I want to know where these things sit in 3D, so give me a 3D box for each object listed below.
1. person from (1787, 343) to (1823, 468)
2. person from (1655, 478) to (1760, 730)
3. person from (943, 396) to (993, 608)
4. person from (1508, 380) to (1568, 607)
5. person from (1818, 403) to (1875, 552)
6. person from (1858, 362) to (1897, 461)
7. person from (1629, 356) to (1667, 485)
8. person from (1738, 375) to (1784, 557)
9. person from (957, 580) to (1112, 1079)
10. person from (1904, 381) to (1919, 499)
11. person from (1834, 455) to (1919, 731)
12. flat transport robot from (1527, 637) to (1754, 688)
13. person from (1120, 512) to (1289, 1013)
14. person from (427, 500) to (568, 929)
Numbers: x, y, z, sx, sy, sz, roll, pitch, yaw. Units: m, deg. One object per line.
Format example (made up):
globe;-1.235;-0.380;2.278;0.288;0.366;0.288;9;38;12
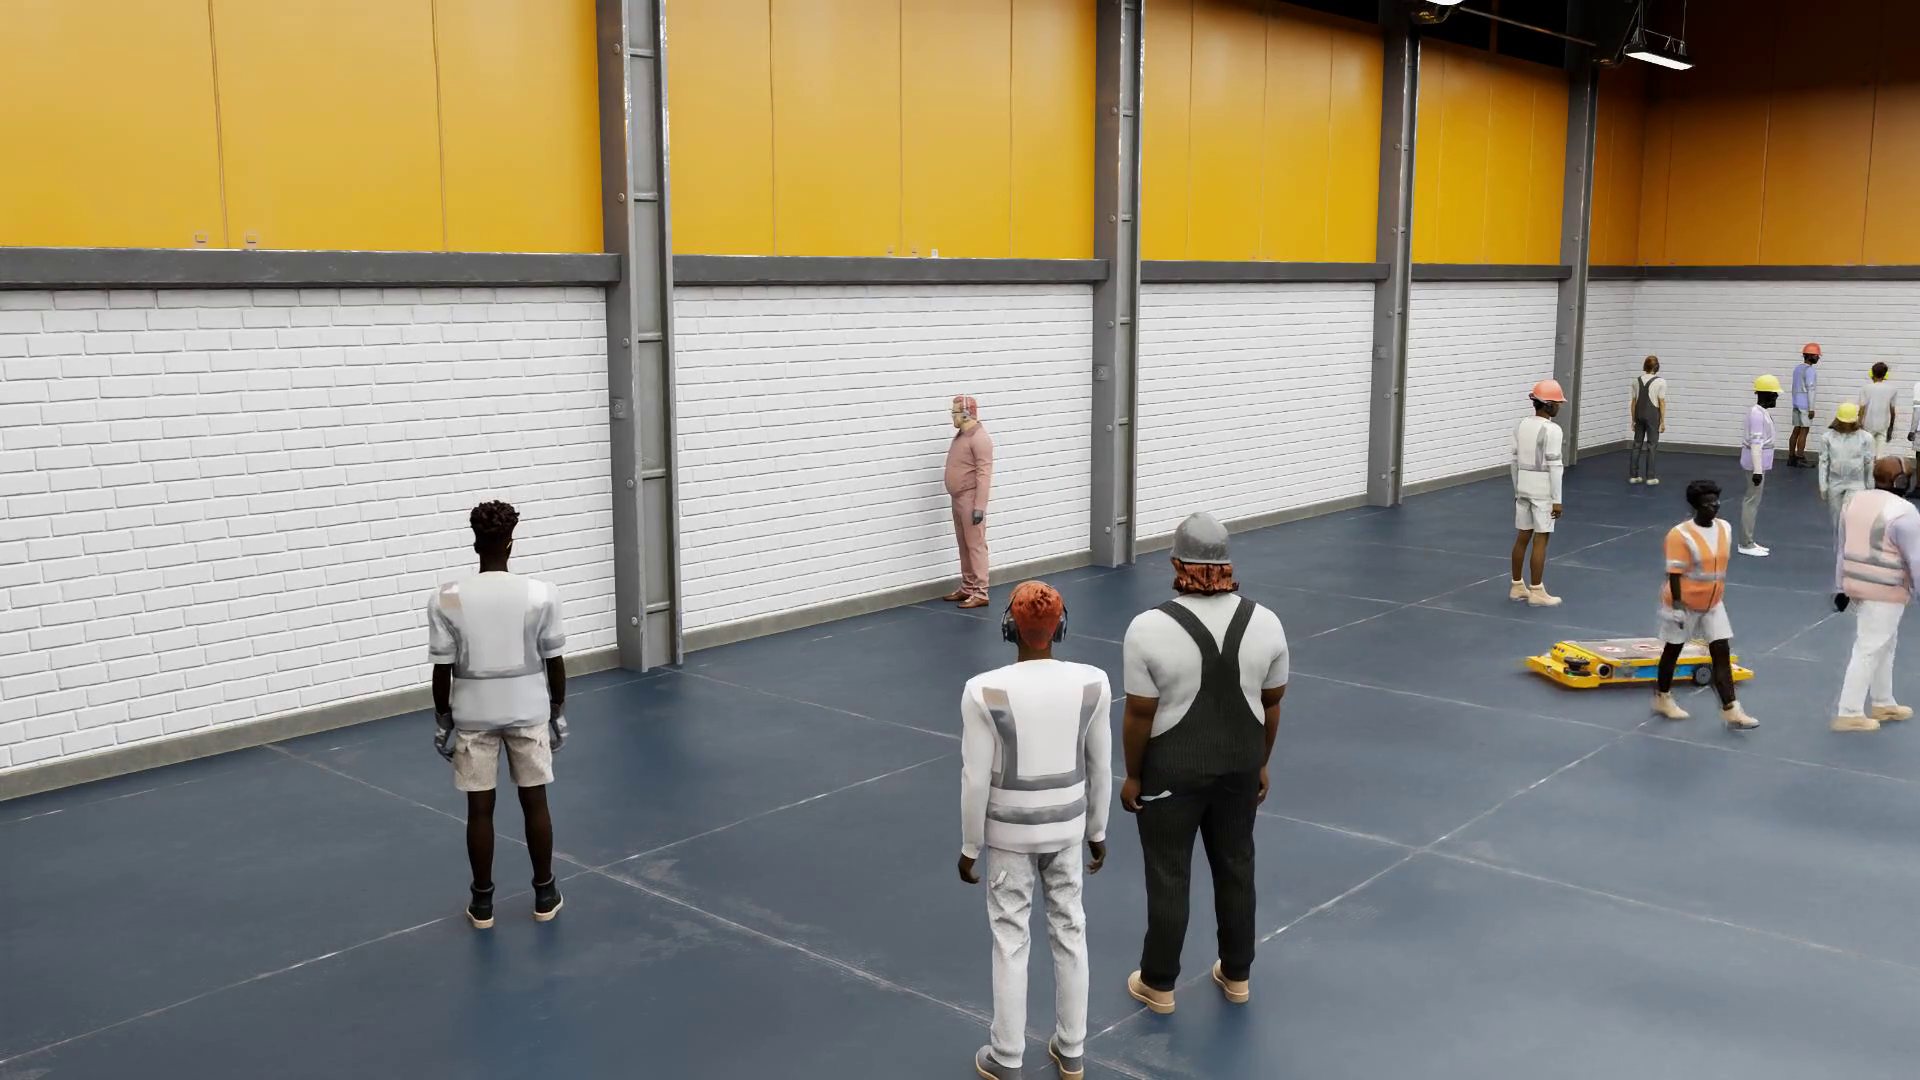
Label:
person;13.100;-2.079;25.748;0.368;1.931;0.552;0;9;1
person;4.858;0.429;10.838;0.549;1.653;0.835;-3;10;-20
person;0.055;-0.343;14.941;0.402;1.904;0.652;-3;10;-19
person;5.243;-0.426;15.024;0.393;2.041;0.613;-3;9;-17
person;8.908;-0.533;16.751;0.505;1.690;0.725;6;11;35
person;12.310;-1.481;22.385;0.506;1.814;0.965;2;9;11
person;9.805;-1.703;23.709;0.342;1.839;0.501;-7;11;-36
person;8.513;-0.797;17.714;0.367;1.926;0.594;5;10;27
person;0.272;1.078;6.082;0.584;1.882;0.348;-3;10;-18
person;12.874;-1.503;22.118;0.552;1.935;0.369;-1;9;-6
person;6.105;0.355;10.857;0.770;1.815;0.624;0;9;-3
flat transport robot;5.019;0.893;12.291;1.431;0.197;0.652;-1;9;-9
person;0.944;0.890;6.768;0.682;2.000;0.537;-2;9;-15
person;-2.101;0.793;7.611;0.609;1.964;0.367;-2;9;-14
